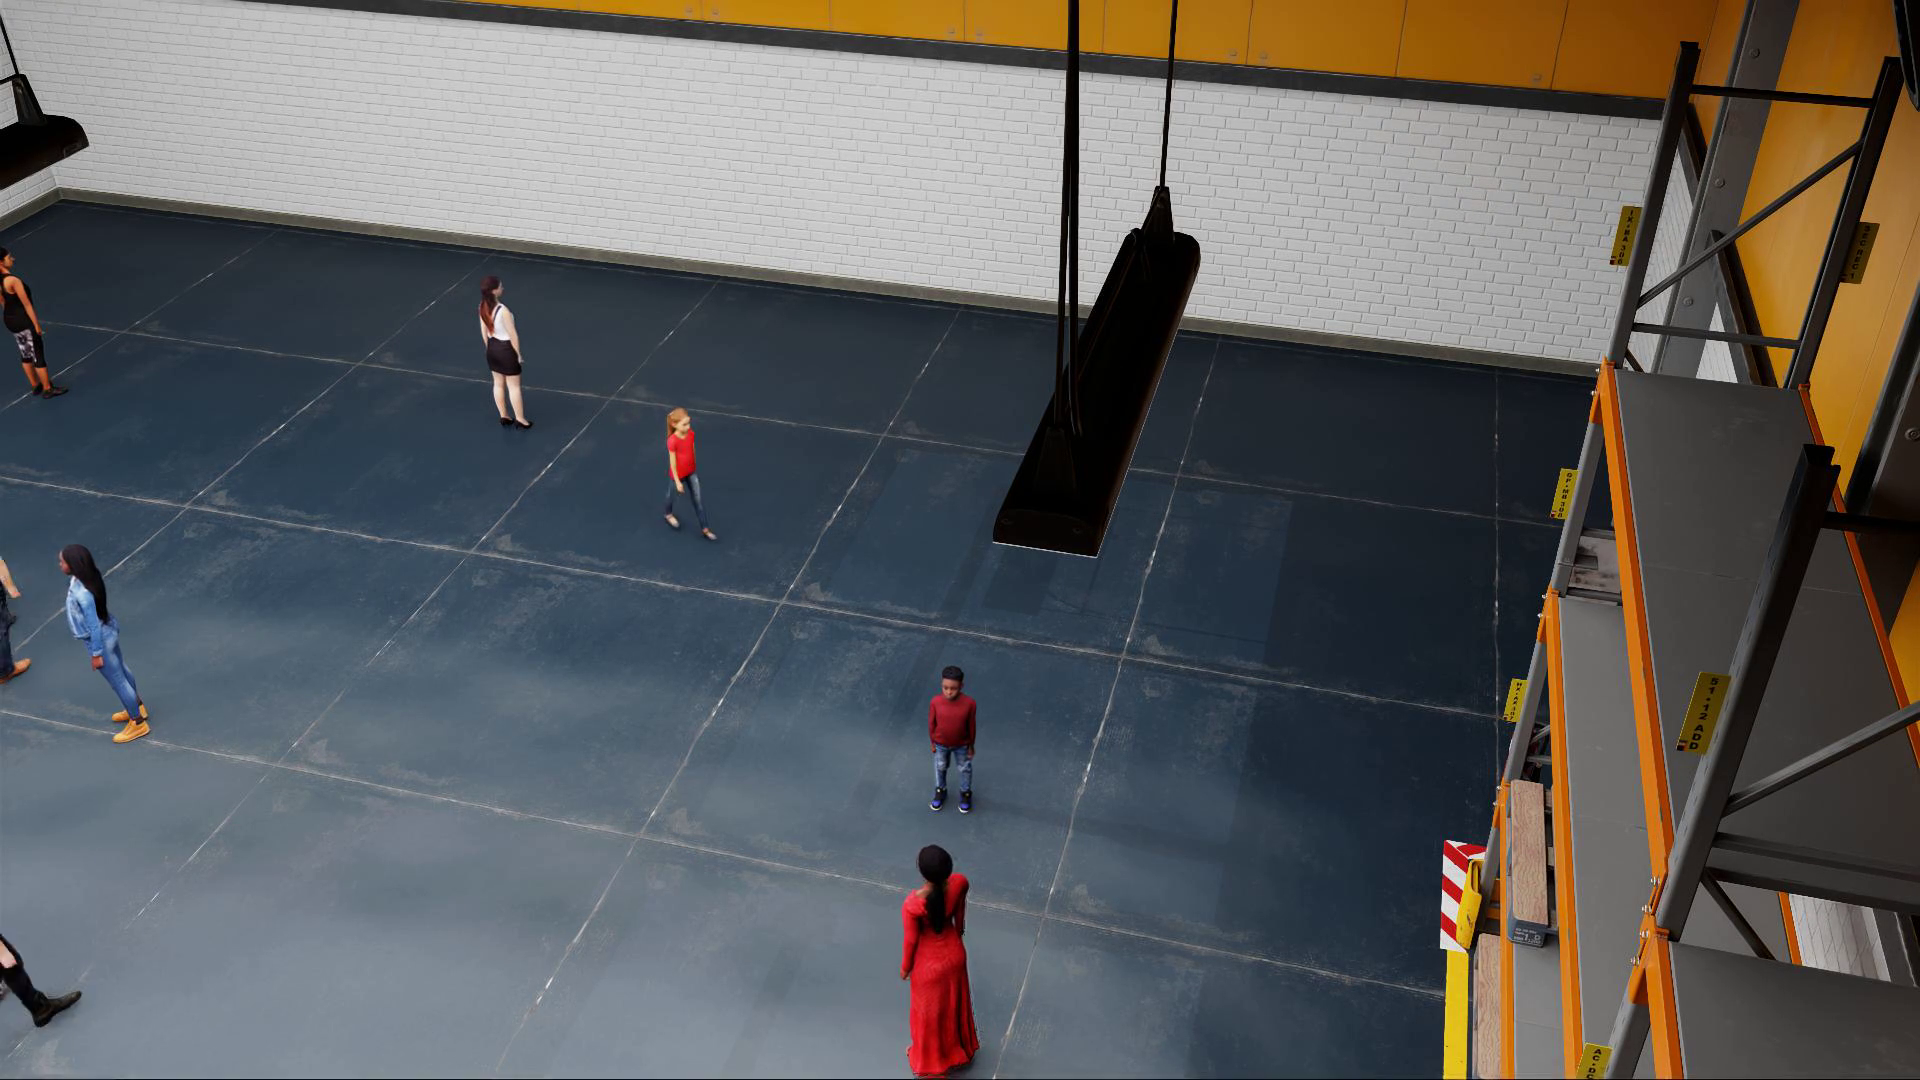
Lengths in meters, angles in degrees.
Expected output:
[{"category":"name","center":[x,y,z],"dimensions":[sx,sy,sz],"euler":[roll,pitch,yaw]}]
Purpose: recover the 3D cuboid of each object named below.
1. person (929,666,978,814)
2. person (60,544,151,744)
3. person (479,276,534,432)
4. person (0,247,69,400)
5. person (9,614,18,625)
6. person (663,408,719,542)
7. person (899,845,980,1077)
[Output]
[{"category":"person","center":[-0.046,1.417,11.988],"dimensions":[0.519,1.254,0.518],"euler":[4,34,5]},{"category":"person","center":[-6.472,0.756,12.568],"dimensions":[0.735,1.713,0.645],"euler":[-13,36,-18]},{"category":"person","center":[-4.555,-1.853,16.551],"dimensions":[0.589,1.649,0.563],"euler":[15,36,21]},{"category":"person","center":[-9.672,-2.253,17.140],"dimensions":[0.623,1.662,0.587],"euler":[18,37,24]},{"category":"person","center":[-8.317,-0.021,13.679],"dimensions":[0.706,1.777,0.701],"euler":[23,40,30]},{"category":"person","center":[-2.558,-0.618,15.022],"dimensions":[0.815,1.285,0.877],"euler":[28,43,36]},{"category":"person","center":[-0.140,2.506,9.871],"dimensions":[0.729,1.784,0.807],"euler":[-23,40,-30]}]
